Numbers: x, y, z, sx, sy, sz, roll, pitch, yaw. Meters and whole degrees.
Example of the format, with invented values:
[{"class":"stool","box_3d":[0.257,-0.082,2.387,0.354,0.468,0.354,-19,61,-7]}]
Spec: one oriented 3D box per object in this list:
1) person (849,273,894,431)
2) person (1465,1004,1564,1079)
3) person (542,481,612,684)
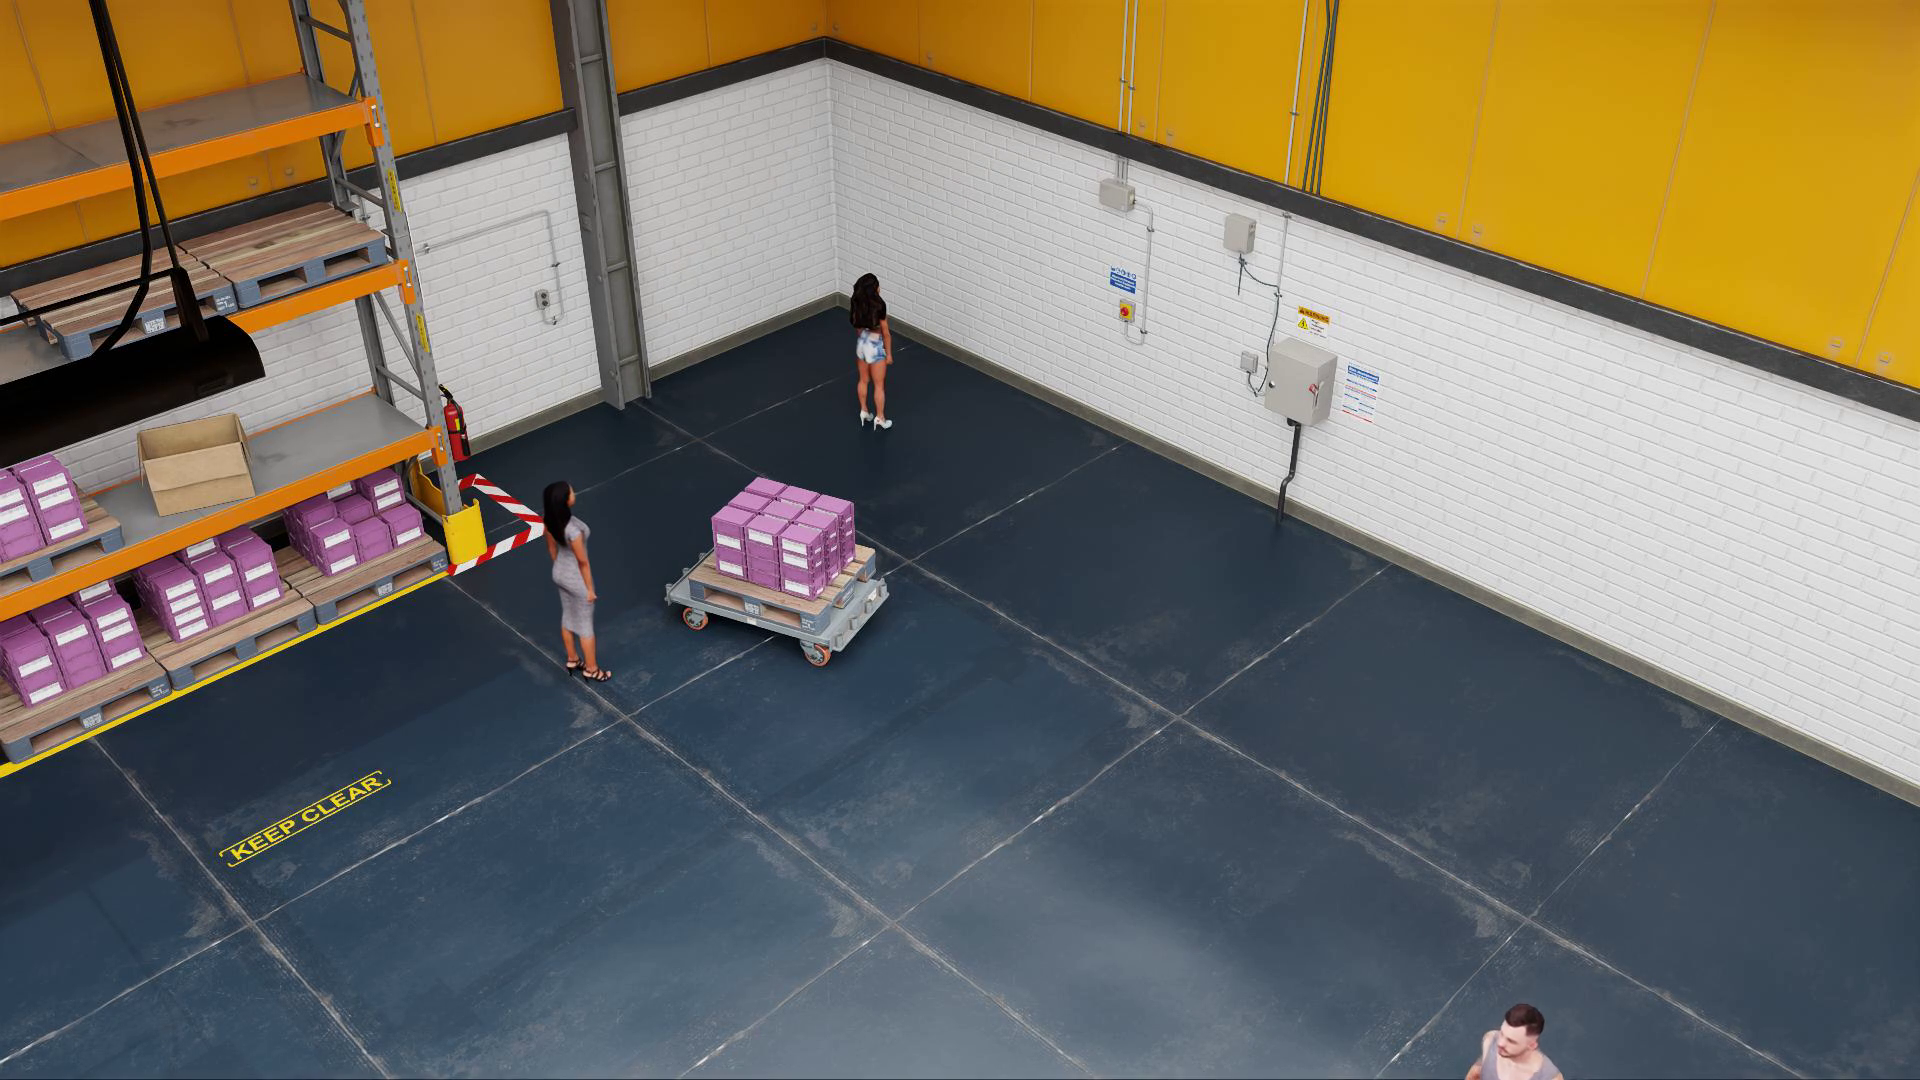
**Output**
[{"class":"person","box_3d":[-0.856,-1.821,16.094,0.569,1.626,0.566,25,41,33]},{"class":"person","box_3d":[2.836,2.973,8.476,0.763,1.827,0.718,-20,38,-27]},{"class":"person","box_3d":[-2.963,0.327,12.723,0.580,1.781,0.525,27,42,34]}]
